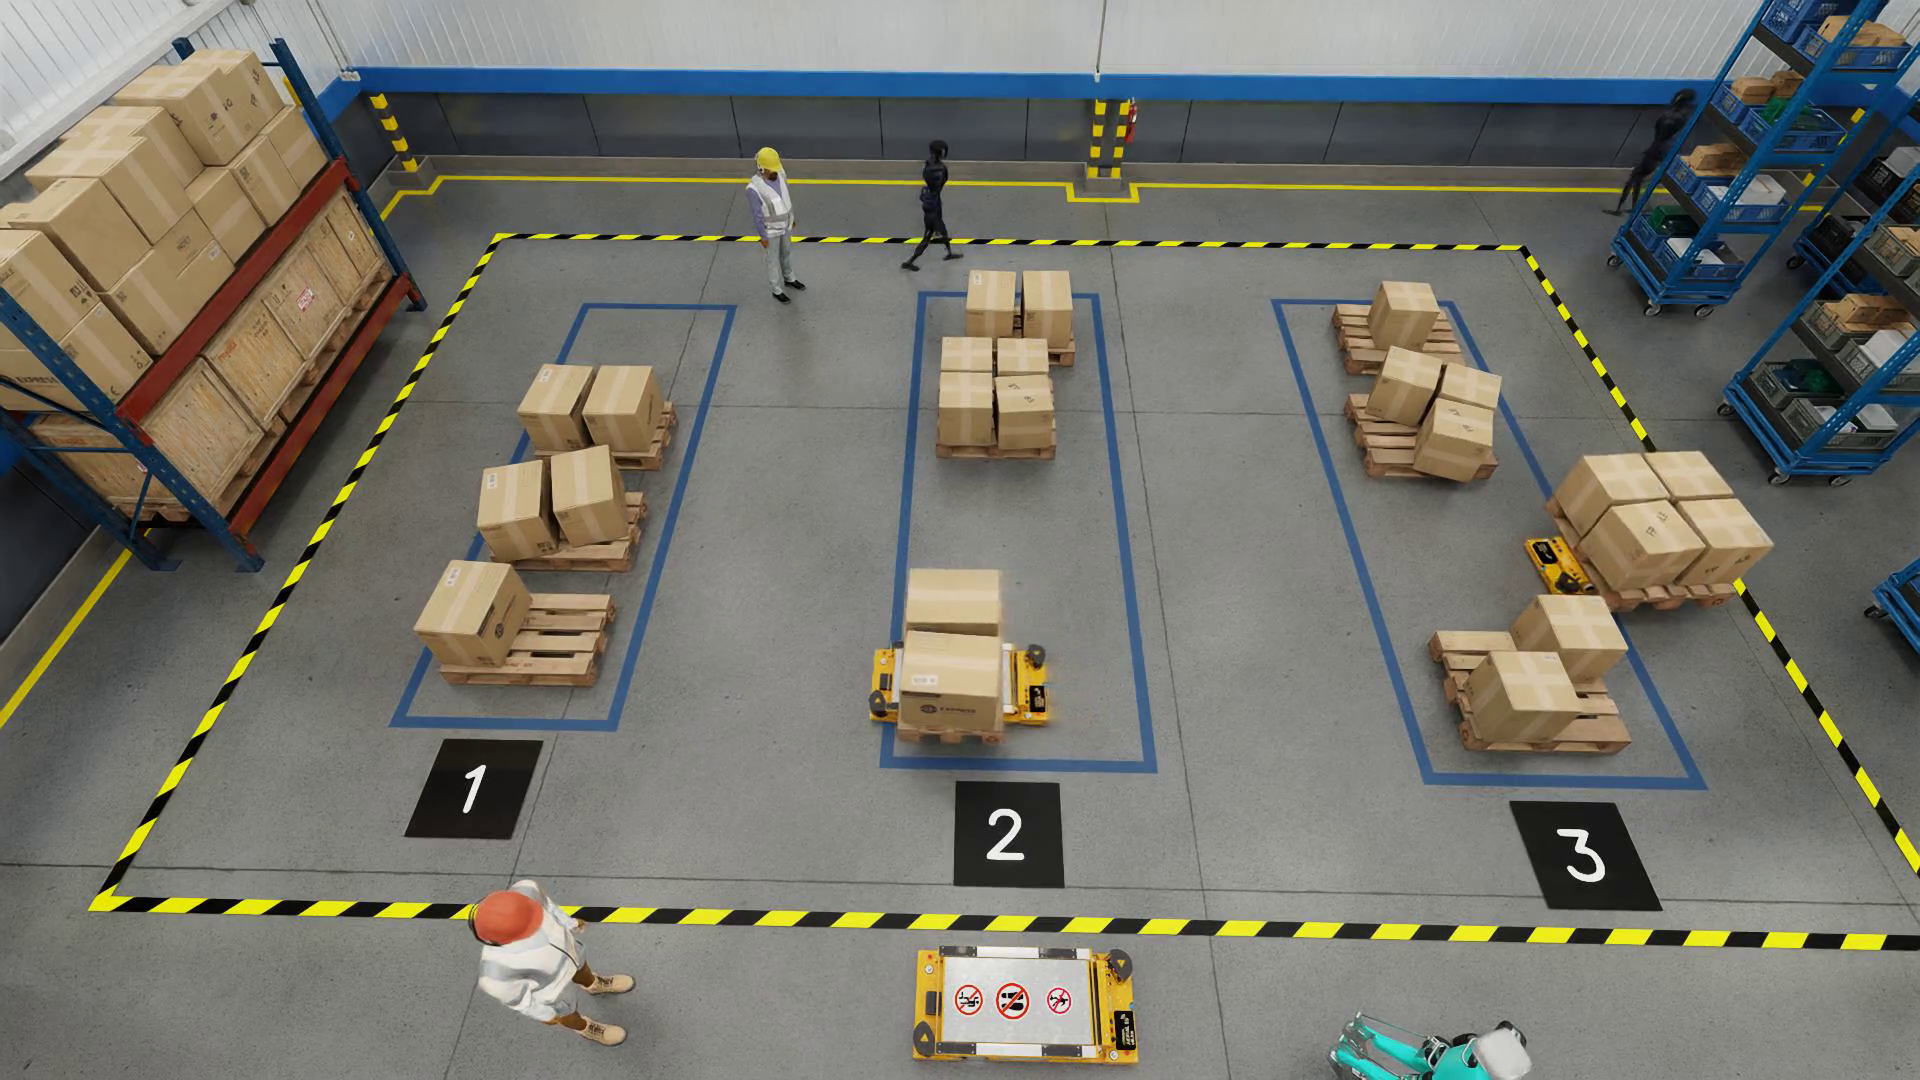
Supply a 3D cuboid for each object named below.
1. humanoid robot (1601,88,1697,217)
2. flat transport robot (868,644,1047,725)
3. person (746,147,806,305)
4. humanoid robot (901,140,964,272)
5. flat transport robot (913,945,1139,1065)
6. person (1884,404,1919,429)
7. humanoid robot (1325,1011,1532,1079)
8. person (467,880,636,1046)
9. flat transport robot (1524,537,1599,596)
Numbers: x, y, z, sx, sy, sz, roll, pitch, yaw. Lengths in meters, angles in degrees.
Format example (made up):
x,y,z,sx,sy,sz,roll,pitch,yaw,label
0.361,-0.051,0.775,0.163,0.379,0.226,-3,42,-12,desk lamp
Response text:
x,y,z,sx,sy,sz,roll,pitch,yaw,label
8.734,-4.845,11.537,0.382,1.665,0.591,28,56,21,humanoid robot
-0.011,1.164,7.519,1.431,0.197,0.652,1,51,1,flat transport robot
-2.072,-3.566,10.389,0.403,1.823,0.588,24,55,19,person
-0.345,-3.955,10.842,0.805,1.615,0.612,-7,51,-6,humanoid robot
0.422,3.041,6.007,1.431,0.231,0.659,1,51,1,flat transport robot
9.454,-1.536,8.794,0.496,1.726,0.414,3,51,2,person
2.459,2.861,5.119,0.533,1.677,0.735,-36,59,-26,humanoid robot
-2.343,2.472,5.332,0.385,2.036,0.604,-1,51,0,person
5.989,0.198,8.307,1.431,0.197,0.652,-3,51,-2,flat transport robot
